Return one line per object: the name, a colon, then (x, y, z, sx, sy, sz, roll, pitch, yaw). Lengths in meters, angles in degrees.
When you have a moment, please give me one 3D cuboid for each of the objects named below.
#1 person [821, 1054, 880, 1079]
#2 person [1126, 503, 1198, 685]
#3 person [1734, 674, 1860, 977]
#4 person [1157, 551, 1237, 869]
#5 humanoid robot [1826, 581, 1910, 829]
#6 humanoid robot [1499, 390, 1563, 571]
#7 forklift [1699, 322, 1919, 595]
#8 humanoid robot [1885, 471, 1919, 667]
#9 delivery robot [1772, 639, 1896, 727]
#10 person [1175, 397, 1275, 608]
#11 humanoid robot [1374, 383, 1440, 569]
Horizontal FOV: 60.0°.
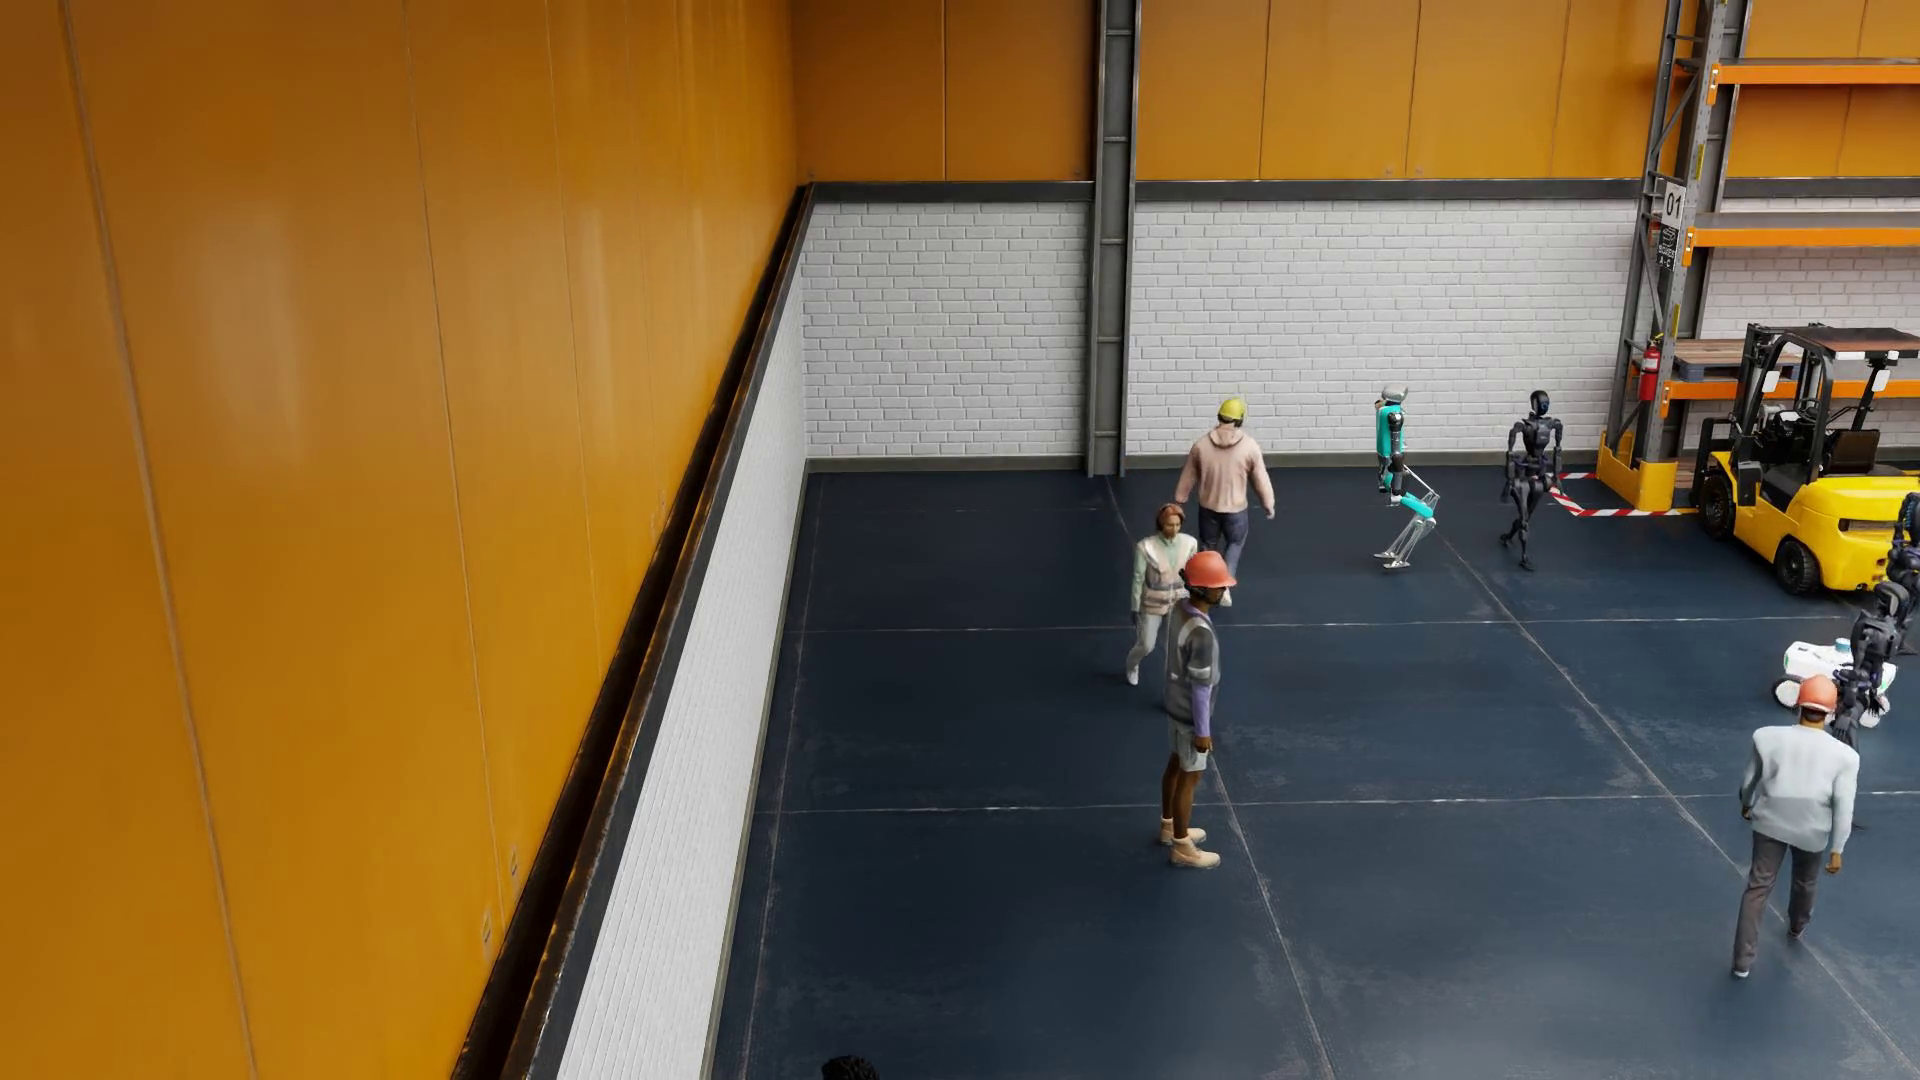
person: (-0.396, 2.669, 6.256, 0.315, 1.695, 0.539, 0, 20, 0)
person: (1.481, 0.467, 12.338, 0.525, 1.616, 0.713, -5, 21, -14)
person: (4.635, 1.556, 9.267, 0.595, 1.694, 0.904, 14, 25, 33)
person: (1.452, 1.026, 10.215, 0.394, 2.042, 0.608, -2, 20, -4)
humanoid robot: (5.790, 1.032, 10.739, 0.537, 1.641, 0.589, 19, 27, 41)
humanoid robot: (5.213, -0.584, 15.193, 0.589, 1.637, 0.789, -5, 21, -13)
forklift: (7.809, -0.792, 14.926, 1.214, 2.155, 2.313, -1, 20, -2)
humanoid robot: (7.476, 0.202, 12.998, 0.595, 1.638, 0.601, -3, 20, -7)
delivery robot: (6.498, 1.025, 12.378, 0.794, 0.606, 0.499, 17, 26, 38)
person: (2.218, -0.291, 14.061, 0.864, 1.840, 0.544, 7, 21, 18)
humanoid robot: (4.004, -0.565, 14.772, 0.735, 1.675, 0.533, -1, 20, -2)
